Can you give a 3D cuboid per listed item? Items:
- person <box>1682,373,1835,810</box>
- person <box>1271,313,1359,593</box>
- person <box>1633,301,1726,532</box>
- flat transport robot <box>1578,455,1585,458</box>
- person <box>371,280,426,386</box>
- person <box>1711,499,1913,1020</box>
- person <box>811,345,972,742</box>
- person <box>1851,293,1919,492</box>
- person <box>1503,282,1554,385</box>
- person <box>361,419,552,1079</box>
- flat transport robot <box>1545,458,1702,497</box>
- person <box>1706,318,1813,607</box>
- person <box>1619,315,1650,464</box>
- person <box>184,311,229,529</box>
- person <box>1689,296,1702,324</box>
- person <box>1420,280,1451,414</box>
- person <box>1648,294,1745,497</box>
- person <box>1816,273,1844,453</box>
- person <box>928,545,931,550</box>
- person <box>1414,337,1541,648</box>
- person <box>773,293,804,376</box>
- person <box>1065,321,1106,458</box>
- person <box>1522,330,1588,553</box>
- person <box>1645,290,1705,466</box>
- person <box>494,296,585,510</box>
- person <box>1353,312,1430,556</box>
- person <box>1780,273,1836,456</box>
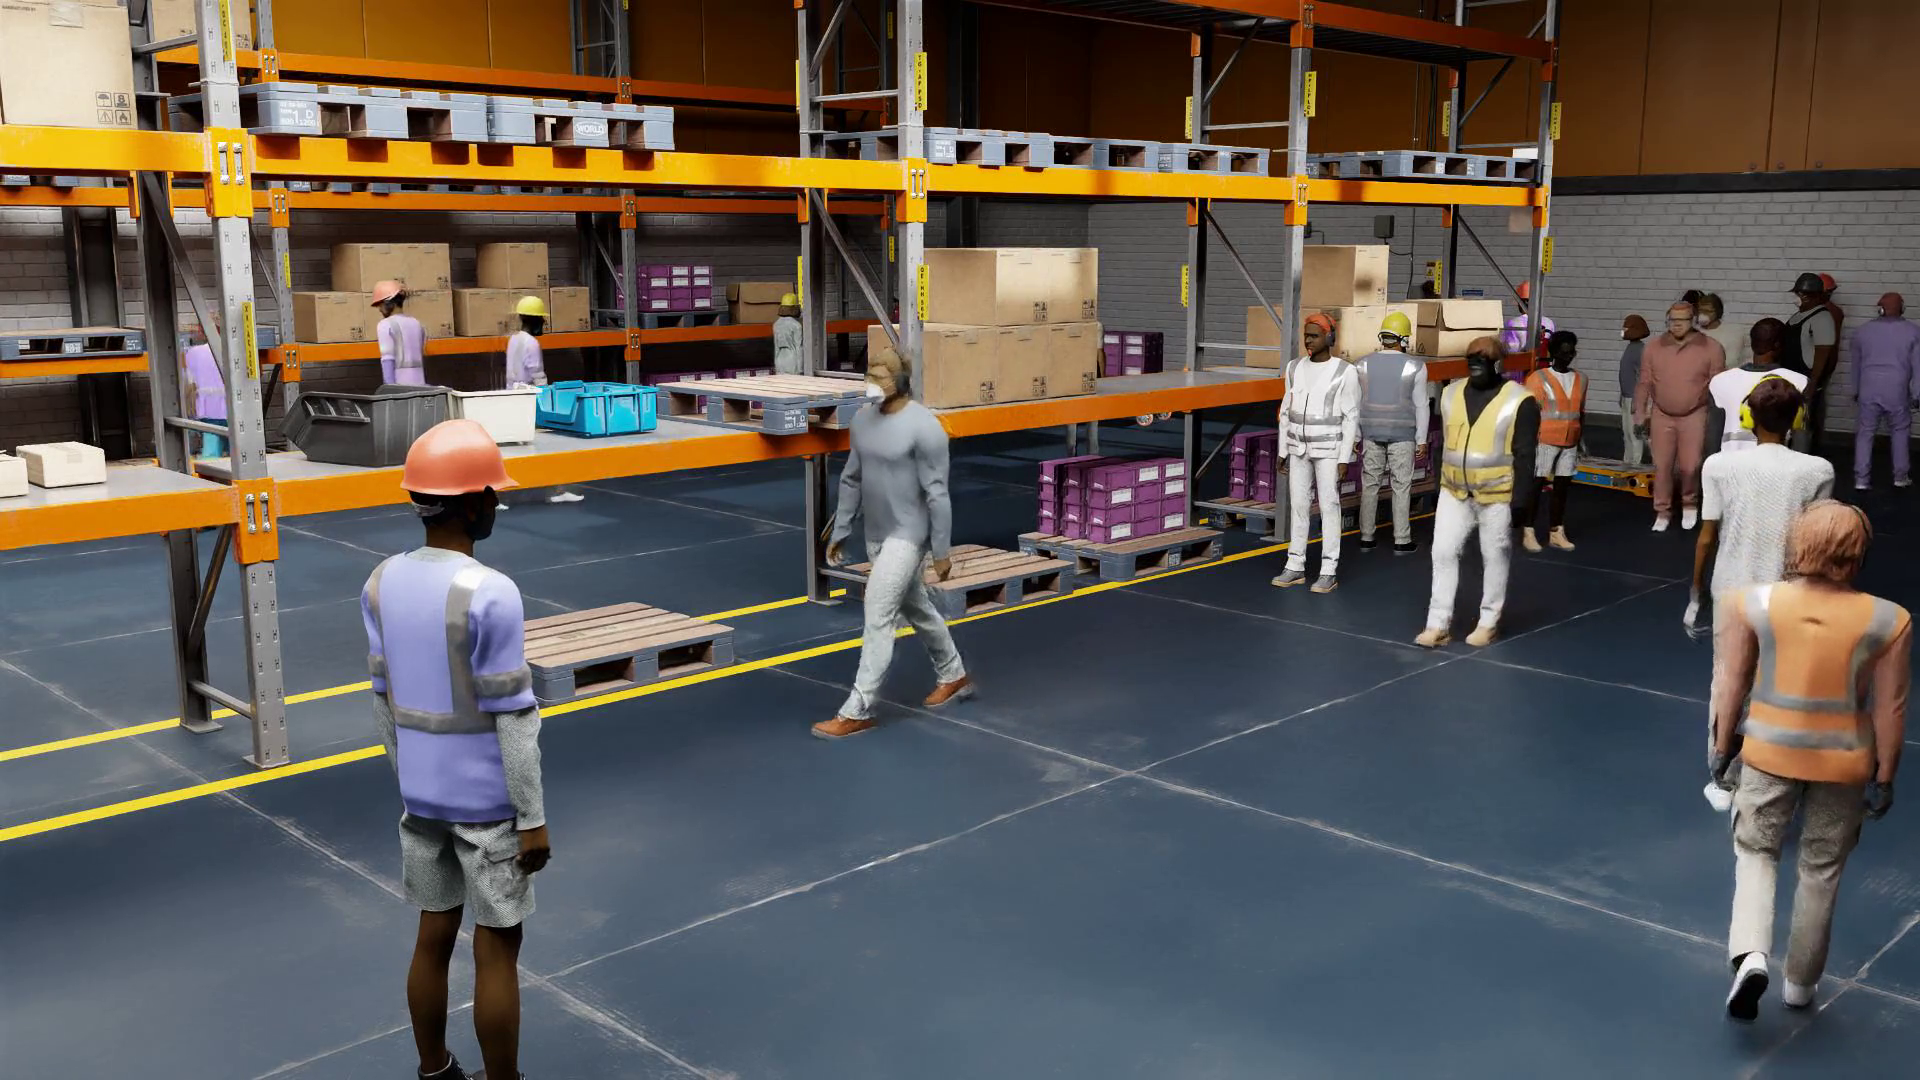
[{"bbox_3d":[3.244,0.256,6.789,0.521,1.855,0.601,3,11,17],"label":"person"},{"bbox_3d":[2.403,-0.587,11.277,0.574,1.883,0.355,10,14,42],"label":"person"},{"bbox_3d":[5.804,-0.981,13.426,0.716,1.883,0.452,7,12,33],"label":"person"},{"bbox_3d":[5.791,-0.868,17.209,0.652,0.197,1.431,-3,11,-14],"label":"flat transport robot"},{"bbox_3d":[-5.113,-1.342,15.048,0.825,1.999,0.640,4,11,22],"label":"person"},{"bbox_3d":[2.549,0.689,5.020,0.526,1.620,0.554,6,12,30],"label":"person"},{"bbox_3d":[-0.297,-0.014,8.169,1.034,1.894,0.640,-8,13,-37],"label":"person"},{"bbox_3d":[8.780,-1.396,15.751,0.659,1.860,0.882,9,14,41],"label":"person"},{"bbox_3d":[5.704,-1.635,16.841,0.552,1.935,0.374,-3,11,-16],"label":"person"},{"bbox_3d":[-1.286,0.652,4.371,0.543,1.938,0.356,6,12,31],"label":"person"},{"bbox_3d":[6.236,-0.615,15.825,0.652,0.197,1.431,-5,12,-27],"label":"flat transport robot"},{"bbox_3d":[4.813,-0.380,10.066,0.587,1.914,0.390,8,13,39],"label":"person"},{"bbox_3d":[6.577,-1.387,16.314,0.283,1.634,0.498,2,11,8],"label":"person"},{"bbox_3d":[-6.132,-1.002,13.822,0.574,1.793,0.986,0,10,-1],"label":"person"},{"bbox_3d":[7.330,-1.497,16.443,0.991,1.818,0.548,9,14,42],"label":"person"},{"bbox_3d":[5.091,-1.809,17.802,0.539,1.927,0.697,-5,11,-24],"label":"person"},{"bbox_3d":[6.703,-1.272,15.024,1.027,1.876,0.633,-7,13,-34],"label":"person"},{"bbox_3d":[9.421,-1.931,18.331,0.636,1.988,0.453,-6,12,-30],"label":"person"},{"bbox_3d":[-0.313,-0.888,12.785,0.376,1.933,0.545,4,11,22],"label":"person"},{"bbox_3d":[2.944,-0.249,9.594,0.654,1.819,0.756,9,14,41],"label":"person"},{"bbox_3d":[-1.976,-2.011,19.453,0.495,1.737,0.323,10,14,44],"label":"person"},{"bbox_3d":[1.291,-1.662,17.241,0.508,1.846,0.345,6,12,30],"label":"person"},{"bbox_3d":[4.531,-0.749,12.666,0.540,1.695,0.316,-3,11,-16],"label":"person"},{"bbox_3d":[7.489,-1.671,17.296,0.538,1.844,0.557,0,10,1],"label":"person"},{"bbox_3d":[-3.868,-1.205,14.673,0.985,1.882,0.582,-5,11,-23],"label":"person"},{"bbox_3d":[3.253,-0.801,12.579,0.600,1.829,0.404,7,12,32],"label":"person"},{"bbox_3d":[8.339,-1.634,16.556,0.537,2.000,0.679,1,10,3],"label":"person"}]
